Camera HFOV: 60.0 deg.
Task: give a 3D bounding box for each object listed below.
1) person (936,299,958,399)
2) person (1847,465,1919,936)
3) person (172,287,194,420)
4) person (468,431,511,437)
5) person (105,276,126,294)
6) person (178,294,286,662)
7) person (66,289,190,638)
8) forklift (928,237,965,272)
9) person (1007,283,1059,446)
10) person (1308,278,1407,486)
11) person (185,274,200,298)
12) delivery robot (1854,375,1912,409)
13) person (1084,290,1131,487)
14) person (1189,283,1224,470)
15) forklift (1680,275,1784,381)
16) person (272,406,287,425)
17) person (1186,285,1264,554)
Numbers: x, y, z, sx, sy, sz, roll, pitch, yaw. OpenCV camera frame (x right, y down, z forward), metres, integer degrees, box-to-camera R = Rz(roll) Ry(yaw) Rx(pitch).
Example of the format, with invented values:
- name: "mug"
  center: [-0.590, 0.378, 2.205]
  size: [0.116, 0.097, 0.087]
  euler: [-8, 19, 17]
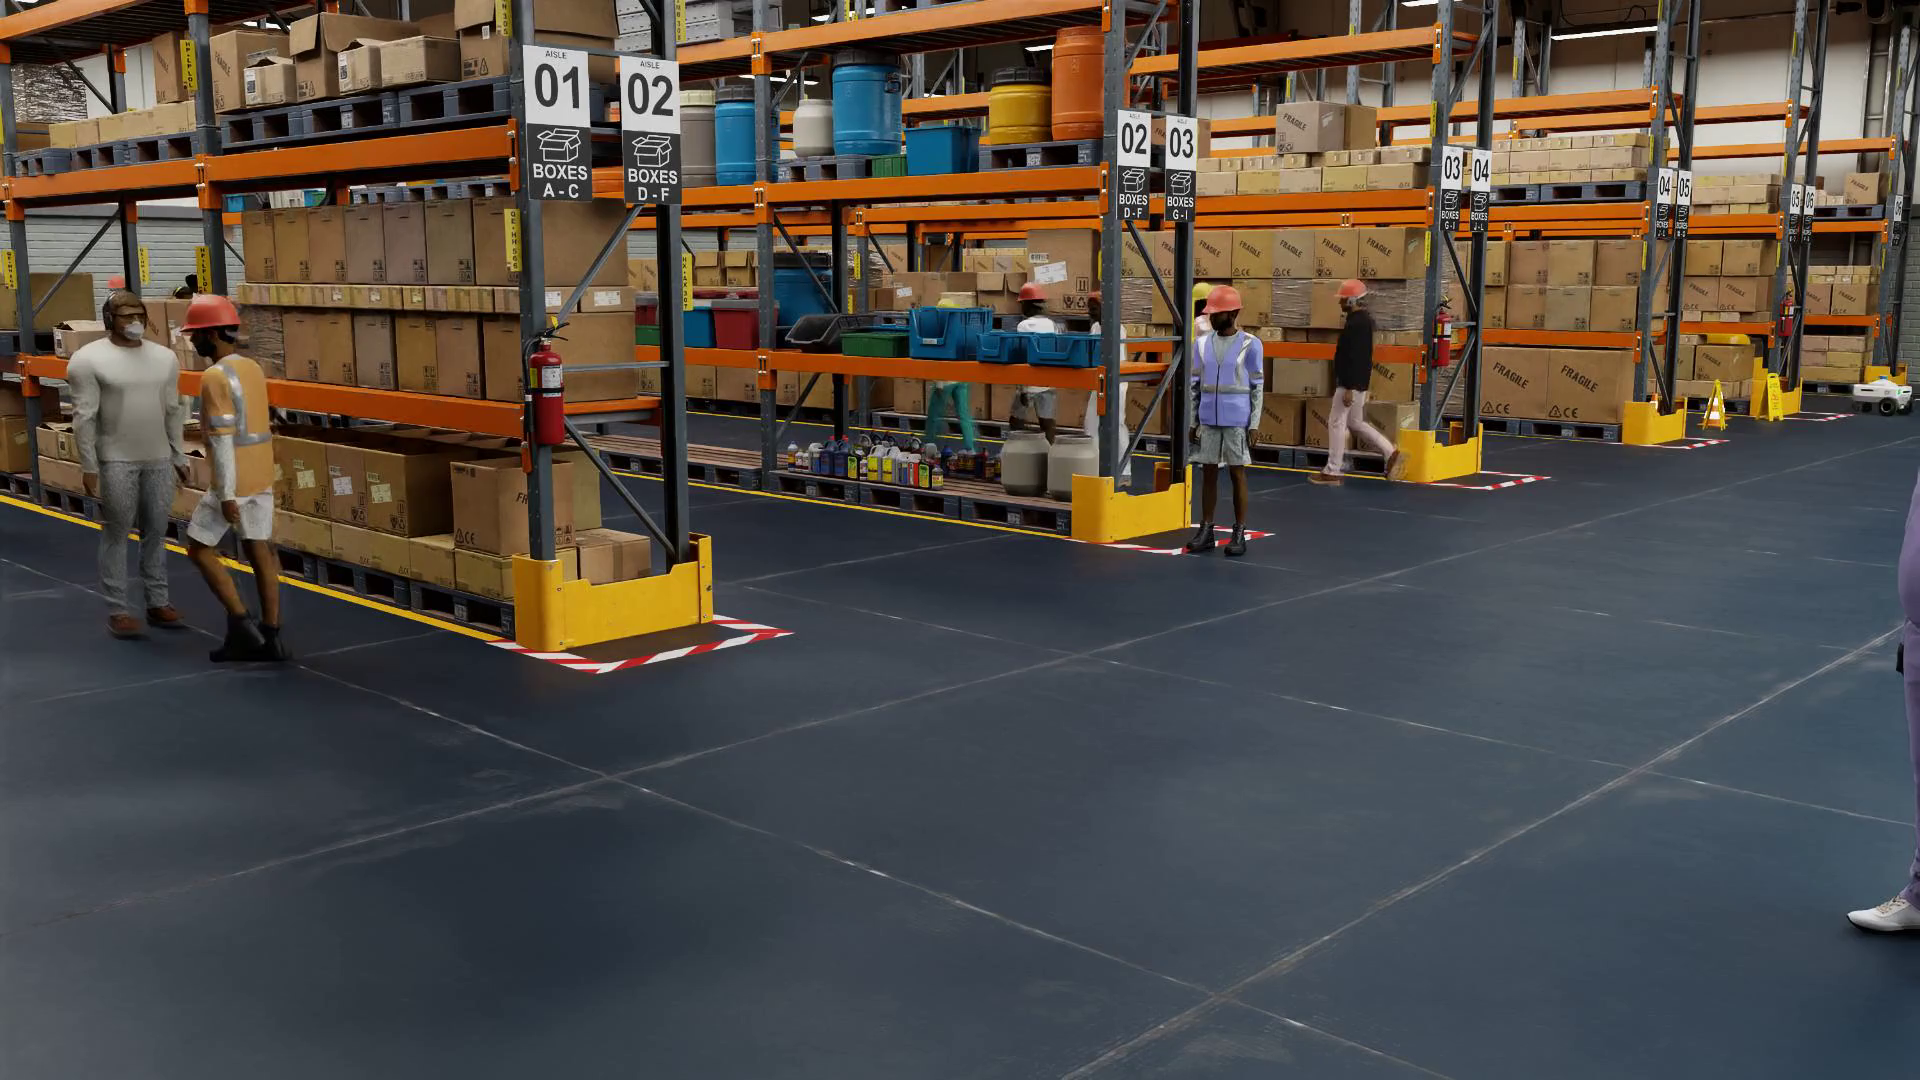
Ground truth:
- name: "person"
  center: [-0.179, -1.660, 17.488]
  size: [0.900, 1.719, 0.549]
  euler: [8, 12, 40]
- name: "person"
  center: [2.943, 0.315, 4.858]
  size: [0.405, 1.906, 0.653]
  euler: [0, 9, -1]
- name: "person"
  center: [-8.616, -1.907, 18.672]
  size: [0.768, 1.841, 0.562]
  euler: [6, 11, 32]
- name: "person"
  center: [-3.949, -1.125, 13.913]
  size: [0.590, 1.833, 0.404]
  euler: [-9, 13, -43]
- name: "person"
  center: [-11.808, -2.719, 23.337]
  size: [1.011, 1.940, 0.659]
  euler: [-9, 13, -43]
- name: "person"
  center: [-3.780, -0.307, 8.650]
  size: [0.464, 1.920, 0.568]
  euler: [1, 9, 5]
- name: "person"
  center: [-4.671, -0.441, 9.401]
  size: [0.355, 1.937, 0.635]
  euler: [6, 11, 33]
- name: "forklift"
  center: [-0.326, -5.817, 39.609]
  size: [1.129, 2.768, 1.873]
  euler: [9, 13, 43]
- name: "person"
  center: [0.660, -1.488, 15.881]
  size: [0.570, 1.910, 0.736]
  euler: [-8, 13, -42]
- name: "person"
  center: [3.777, -1.488, 15.729]
  size: [0.838, 1.970, 0.631]
  euler: [5, 10, 27]
- name: "person"
  center: [-12.992, -3.540, 28.311]
  size: [0.607, 1.966, 0.367]
  euler: [2, 9, 13]
- name: "delivery robot"
  center: [13.102, -2.098, 23.631]
  size: [0.477, 0.478, 0.707]
  euler: [-5, 11, -30]
- name: "person"
  center: [1.402, -1.429, 15.724]
  size: [0.483, 1.865, 0.587]
  euler: [-5, 10, -28]
- name: "person"
  center: [2.465, -1.681, 17.093]
  size: [0.744, 1.899, 0.607]
  euler: [9, 13, 44]
- name: "forklift"
  center: [12.480, -3.427, 27.053]
  size: [1.214, 2.155, 2.313]
  euler: [9, 13, 43]
- name: "person"
  center: [-7.583, -1.791, 18.177]
  size: [0.605, 1.784, 0.953]
  euler: [-6, 11, -33]
- name: "person"
  center: [1.898, -0.864, 12.007]
  size: [0.552, 1.931, 0.368]
  euler: [6, 11, 33]
